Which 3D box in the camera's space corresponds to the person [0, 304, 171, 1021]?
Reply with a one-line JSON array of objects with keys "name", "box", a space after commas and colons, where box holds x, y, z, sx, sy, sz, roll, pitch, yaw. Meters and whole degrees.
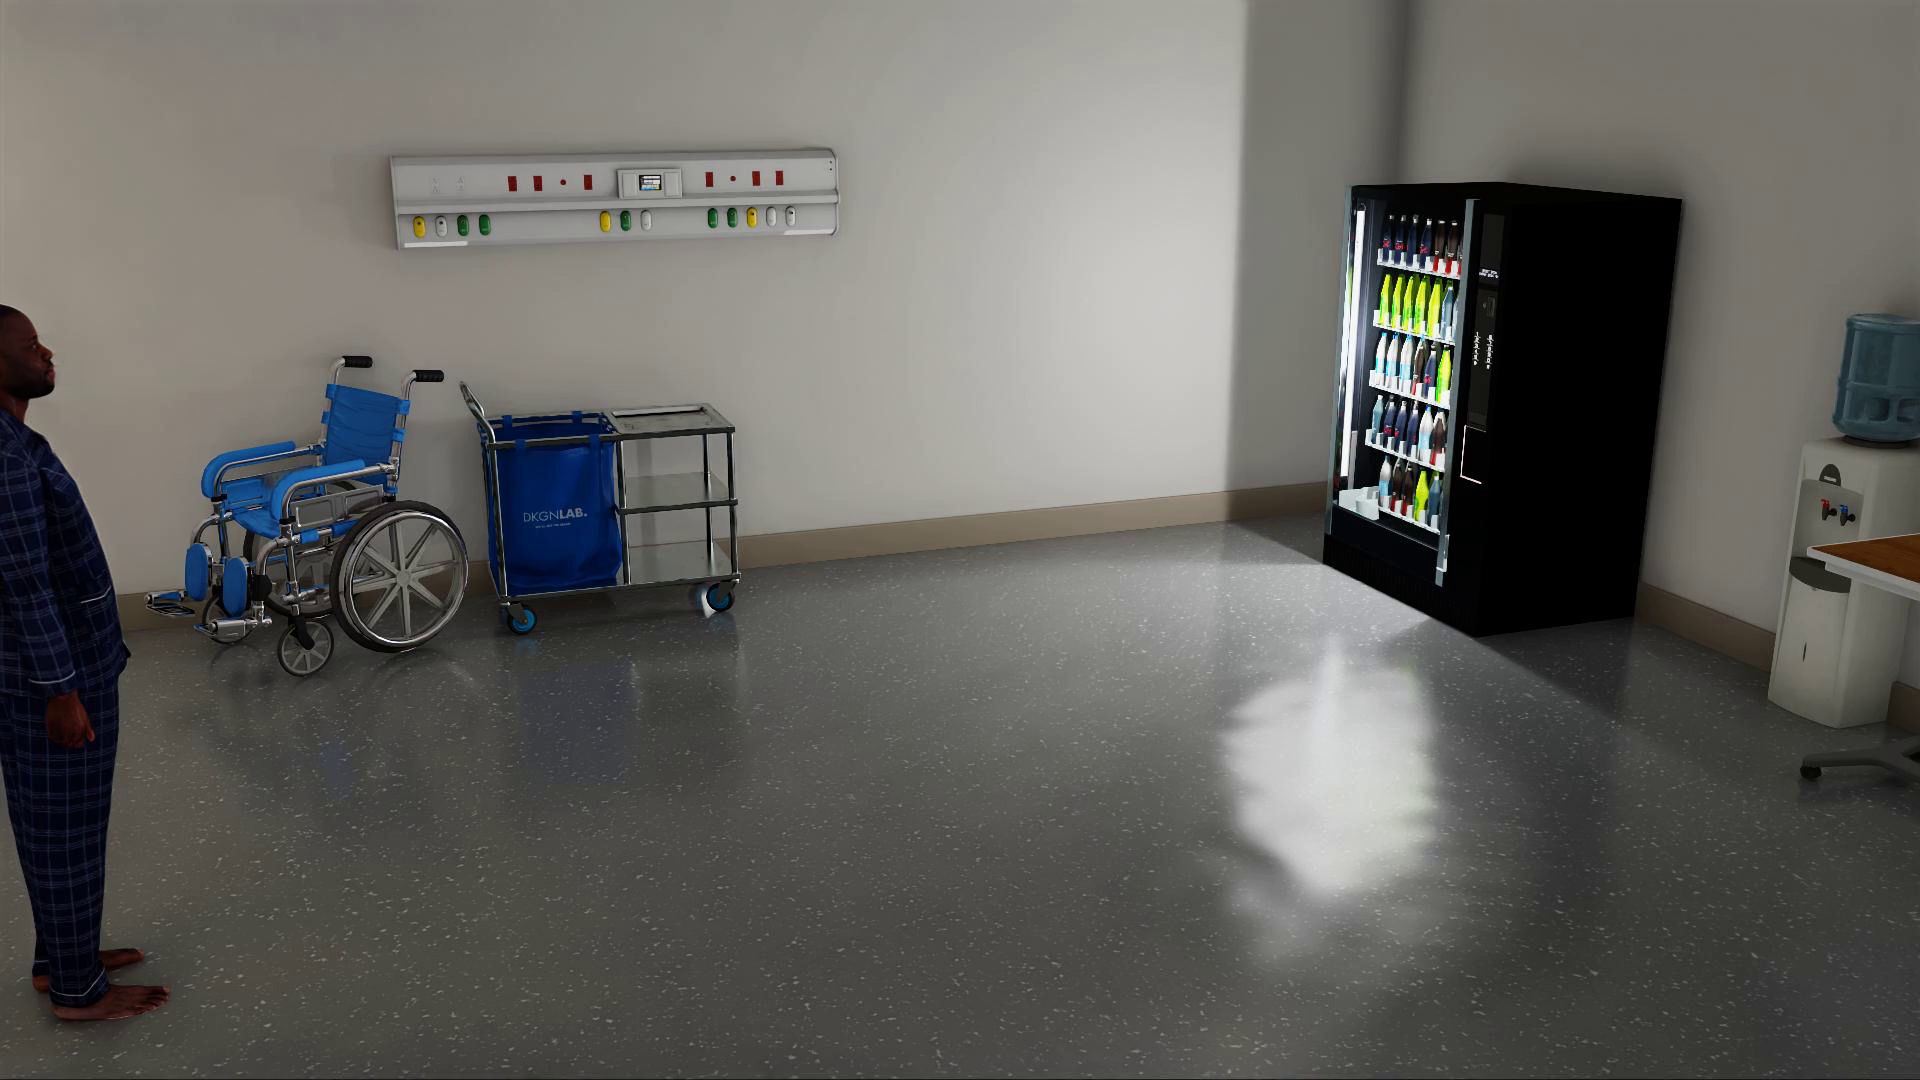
[{"name": "person", "box": [-2.295, 0.312, 4.153, 0.805, 1.824, 0.659, -12, 20, -36]}]
